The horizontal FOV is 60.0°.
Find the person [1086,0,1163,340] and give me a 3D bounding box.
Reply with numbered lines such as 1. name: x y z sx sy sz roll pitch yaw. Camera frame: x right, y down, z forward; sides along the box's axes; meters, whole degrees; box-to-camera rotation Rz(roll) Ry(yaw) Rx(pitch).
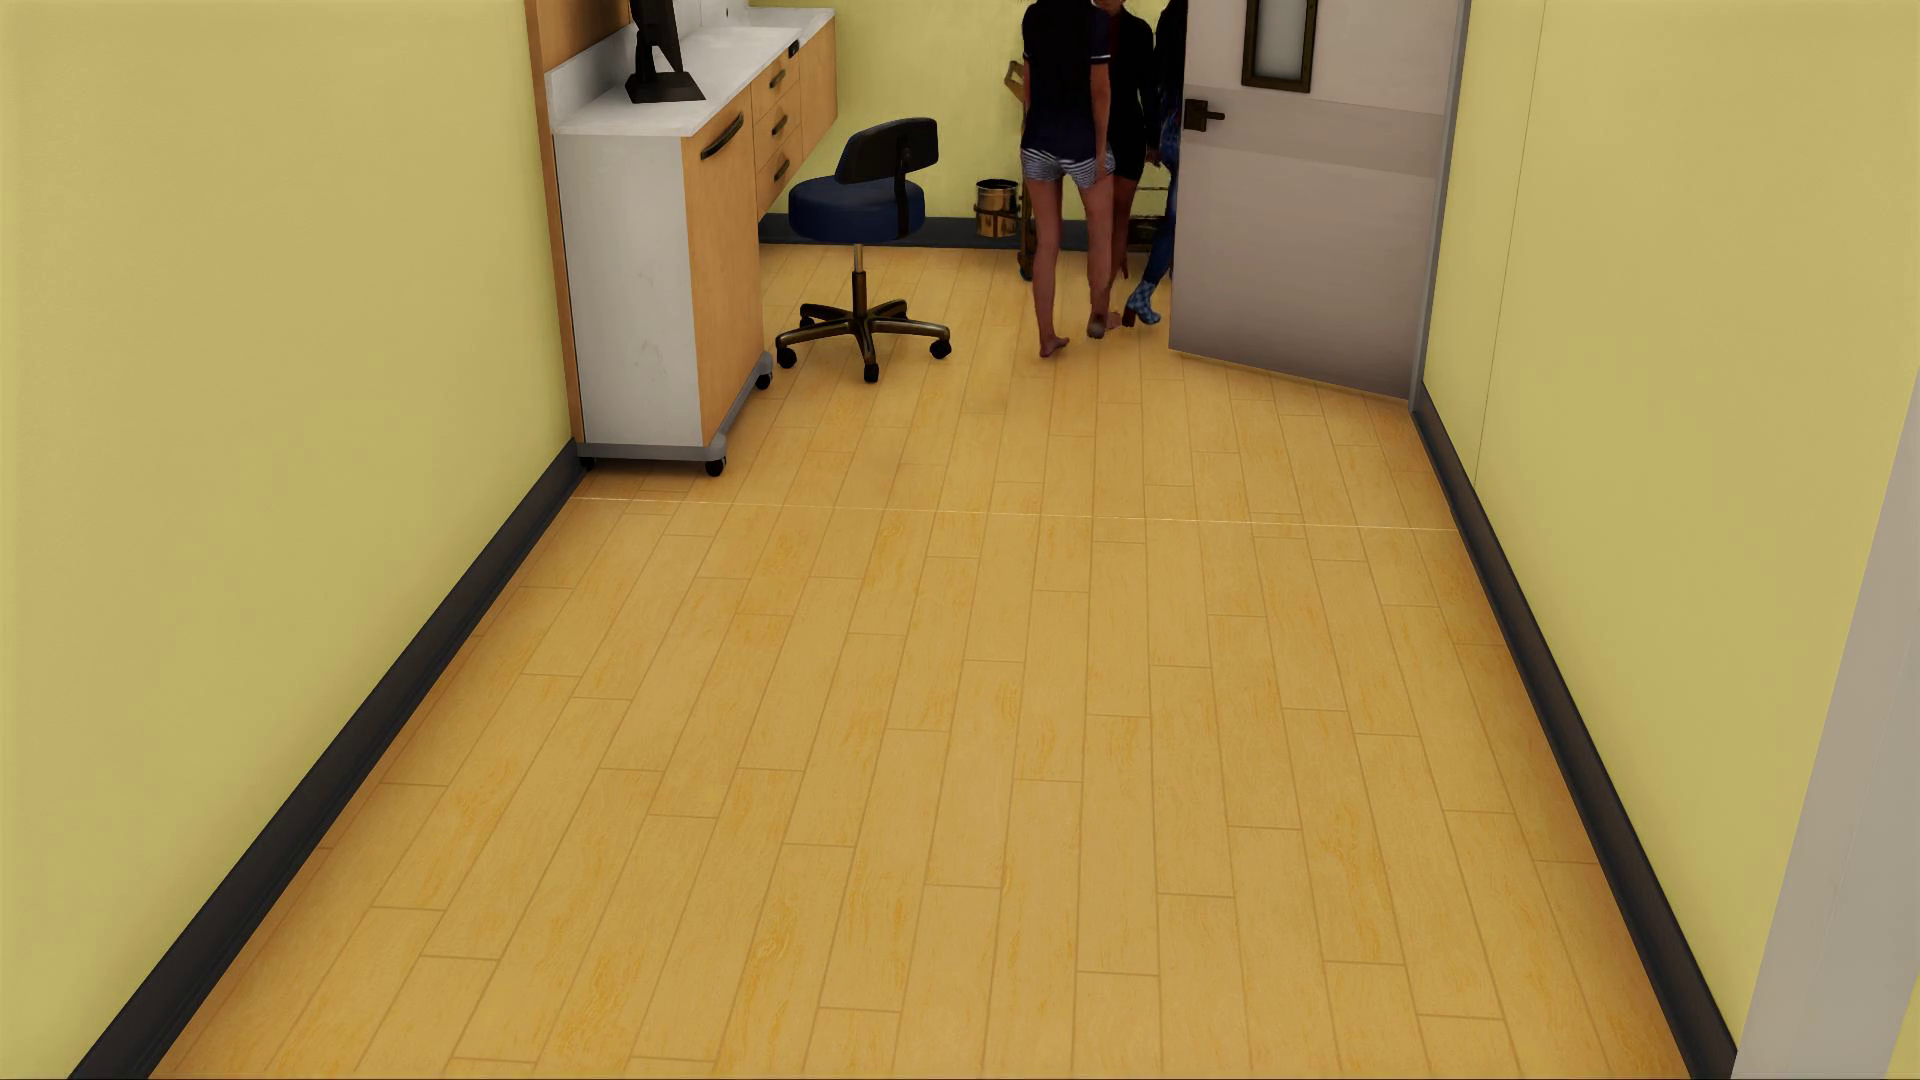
1. person: 0.672 -1.731 7.411 1.095 1.574 0.937 13 29 25

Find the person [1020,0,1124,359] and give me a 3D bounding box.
1. person: 0.406 -1.602 6.941 0.830 1.750 0.826 12 28 24

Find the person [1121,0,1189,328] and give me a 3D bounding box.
1. person: 0.946 -1.658 7.248 1.055 1.584 0.903 -14 29 -26
